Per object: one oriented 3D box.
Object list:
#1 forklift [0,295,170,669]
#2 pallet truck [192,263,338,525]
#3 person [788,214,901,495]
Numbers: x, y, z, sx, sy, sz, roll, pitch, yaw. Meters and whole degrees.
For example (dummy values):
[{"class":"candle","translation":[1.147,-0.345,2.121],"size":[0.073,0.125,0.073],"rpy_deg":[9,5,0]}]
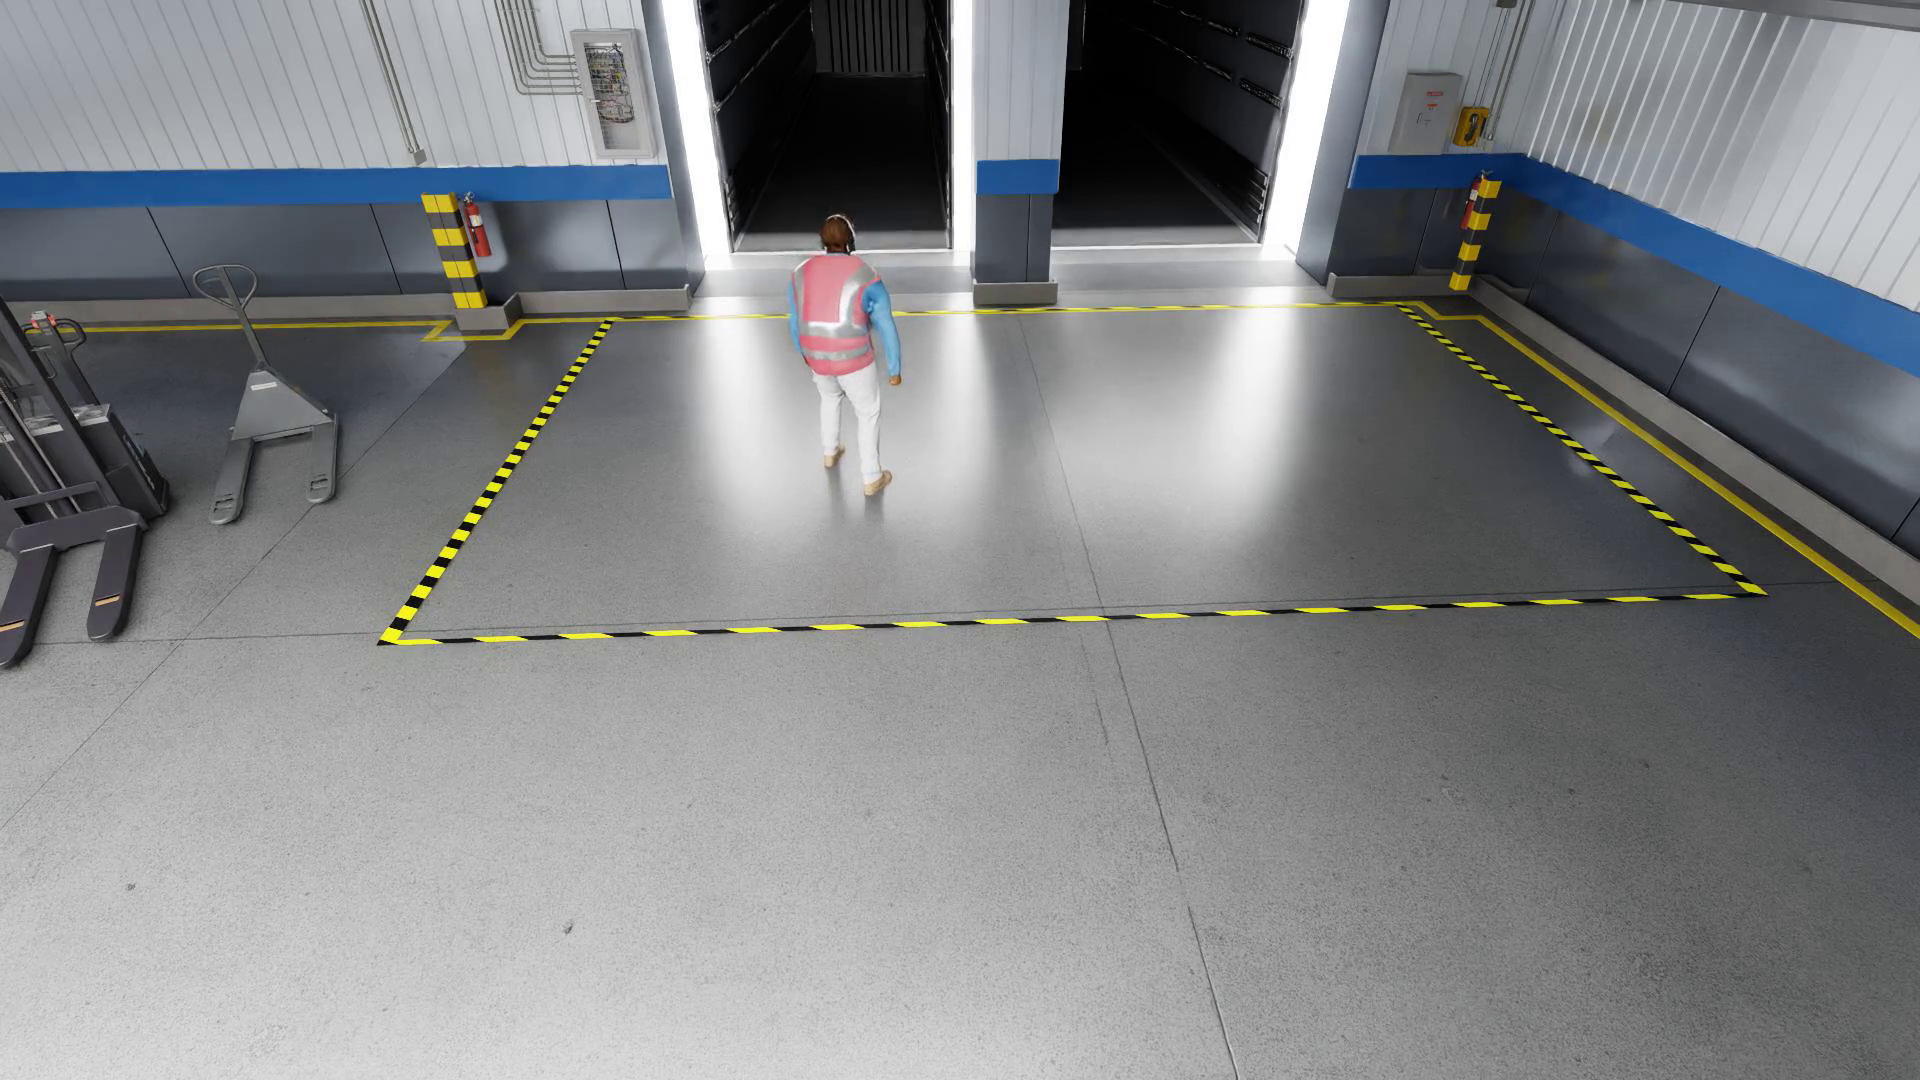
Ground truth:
[{"class":"forklift","translation":[-5.212,-0.618,4.878],"size":[0.823,1.965,1.885],"rpy_deg":[-20,39,-26]},{"class":"pallet truck","translation":[-4.778,-1.027,6.128],"size":[0.680,1.201,1.601],"rpy_deg":[-17,38,-23]},{"class":"person","translation":[-0.765,-1.193,5.972],"size":[0.809,1.701,0.621],"rpy_deg":[11,36,16]}]
